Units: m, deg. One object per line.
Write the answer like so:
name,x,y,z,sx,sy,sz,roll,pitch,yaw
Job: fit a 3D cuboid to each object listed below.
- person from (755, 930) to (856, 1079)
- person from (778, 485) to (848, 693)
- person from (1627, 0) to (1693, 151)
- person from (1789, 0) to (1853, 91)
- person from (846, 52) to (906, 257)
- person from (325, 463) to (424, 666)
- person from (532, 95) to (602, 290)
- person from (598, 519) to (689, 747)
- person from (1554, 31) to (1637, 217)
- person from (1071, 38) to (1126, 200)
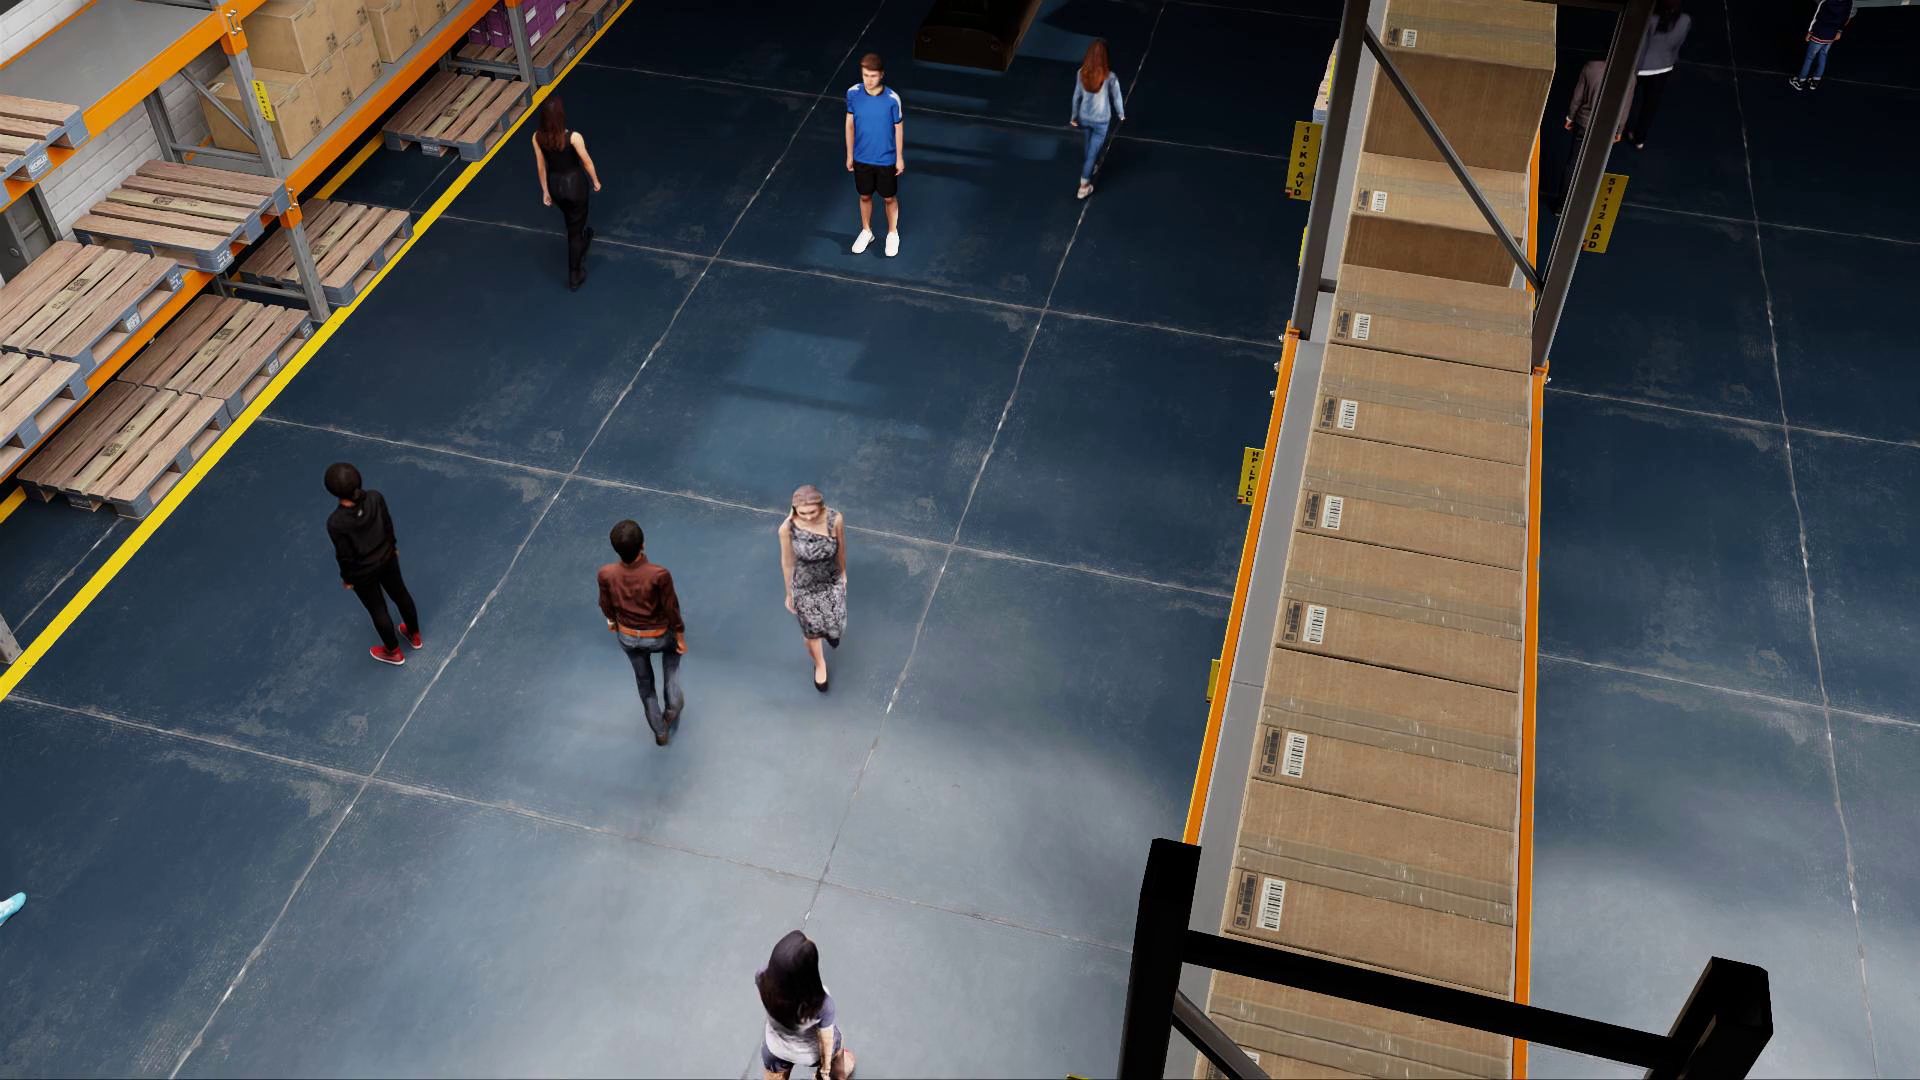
person,-0.843,2.541,8.207,0.640,1.667,1.121,14,45,14
person,-0.941,0.227,10.625,0.745,1.682,0.836,-10,45,-10
person,6.484,-4.395,15.557,0.821,1.572,0.961,-2,44,-2
person,8.585,-5.059,16.509,0.576,1.221,0.564,-2,44,-2
person,-0.711,-3.296,14.190,0.672,1.867,0.577,8,44,8
person,-3.789,0.142,10.720,0.728,1.674,0.595,26,50,25
person,-3.290,-2.860,13.883,0.637,1.658,1.013,8,44,8
person,-1.926,0.636,10.134,0.743,1.768,0.716,1,44,1
person,5.570,-3.645,14.629,0.700,1.767,0.603,18,46,18
person,1.174,-3.758,14.974,0.734,1.455,0.950,25,49,24
